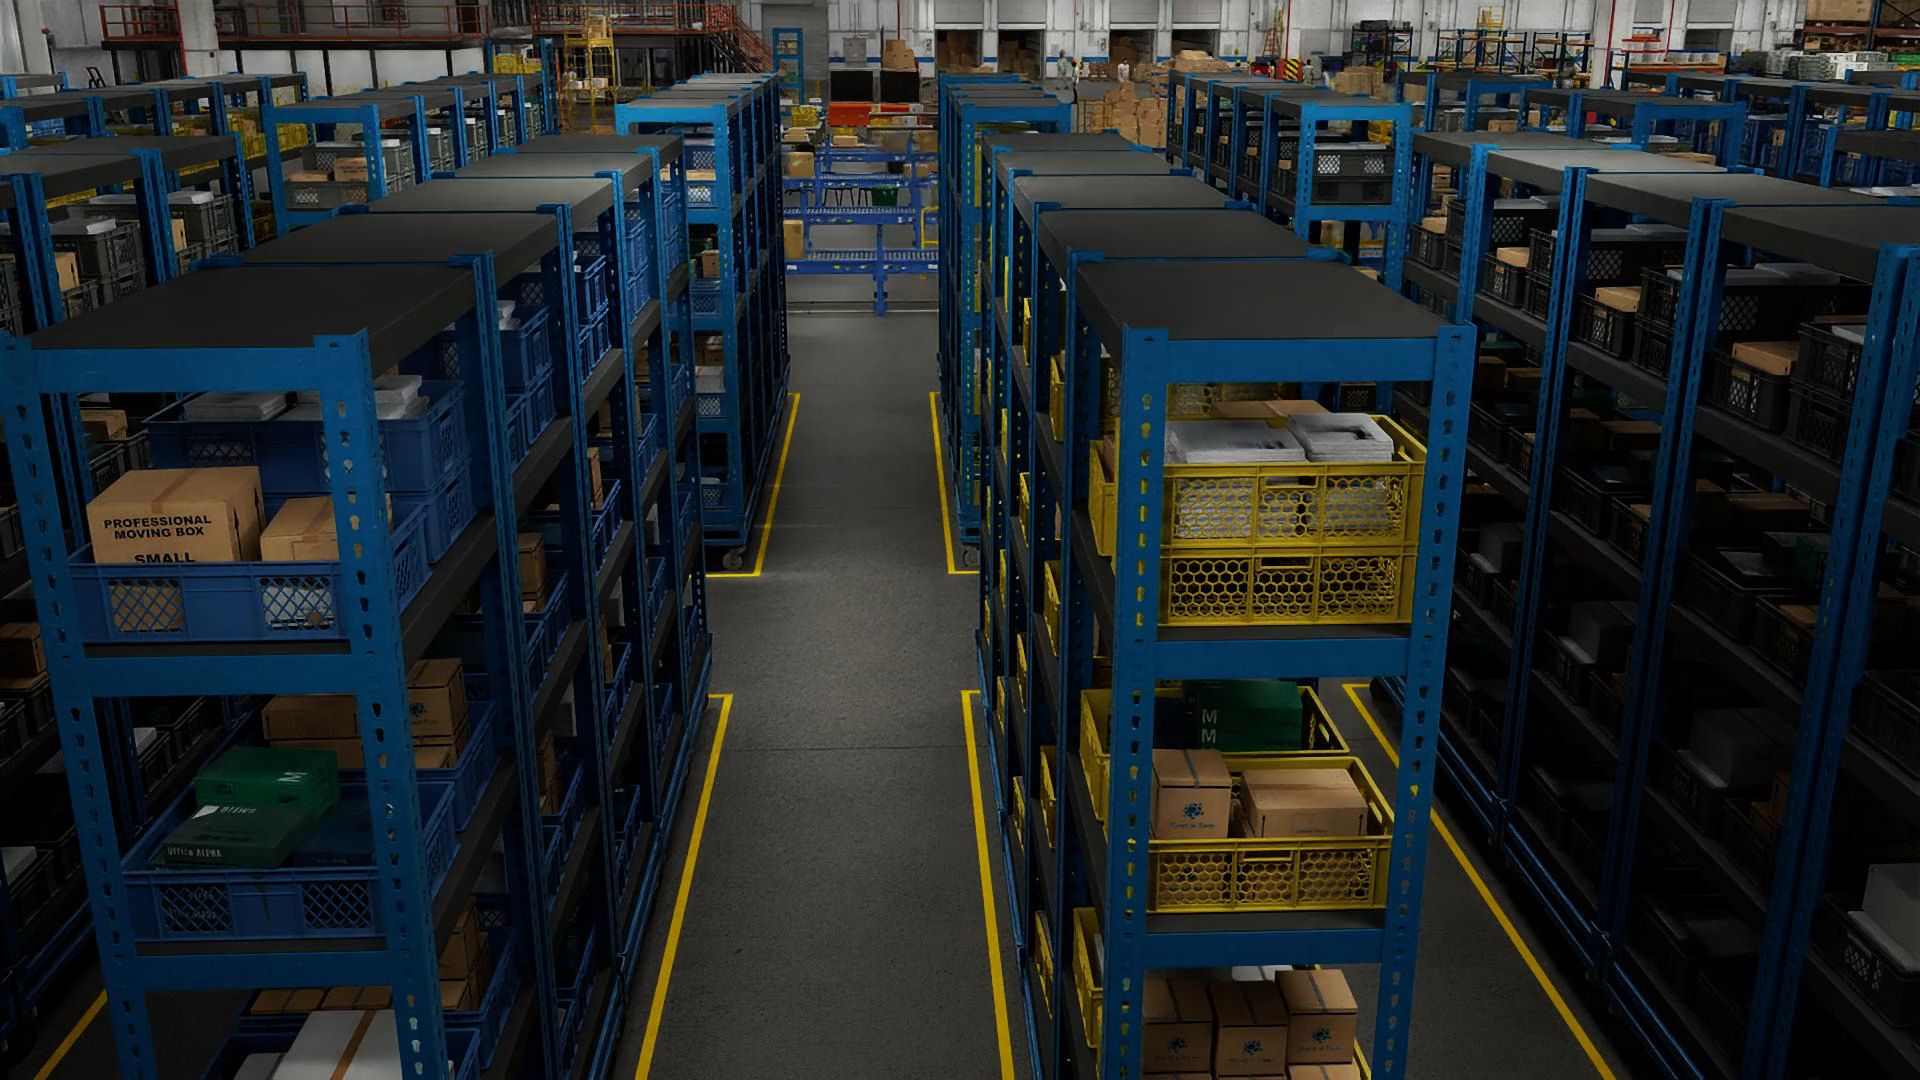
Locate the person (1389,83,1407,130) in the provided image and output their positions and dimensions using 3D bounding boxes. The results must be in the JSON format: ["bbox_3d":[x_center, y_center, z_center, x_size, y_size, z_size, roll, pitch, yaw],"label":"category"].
[{"bbox_3d":[15.081,-14.800,56.910,0.958,1.717,0.547,12,21,32],"label":"person"}]

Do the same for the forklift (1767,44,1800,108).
[{"bbox_3d":[31.227,-17.370,63.015,1.129,2.768,1.873,-1,18,-2],"label":"forklift"}]

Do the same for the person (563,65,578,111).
[{"bbox_3d":[-16.107,-18.731,68.889,0.602,1.836,0.927,-1,18,-4],"label":"person"}]

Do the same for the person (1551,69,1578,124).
[{"bbox_3d":[22.309,-16.310,61.081,1.052,2.000,0.679,7,19,22],"label":"person"}]

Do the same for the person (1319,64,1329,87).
[{"bbox_3d":[15.082,-18.697,68.752,1.011,1.875,0.610,6,19,18],"label":"person"}]

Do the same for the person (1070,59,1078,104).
[{"bbox_3d":[5.031,-20.214,73.325,0.373,1.935,0.552,-1,18,-2],"label":"person"}]

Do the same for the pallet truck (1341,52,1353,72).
[{"bbox_3d":[18.794,-23.123,82.231,0.823,1.965,1.885,-13,22,-35],"label":"pallet truck"}]

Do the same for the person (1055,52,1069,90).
[{"bbox_3d":[5.252,-24.061,85.287,0.613,1.907,1.004,14,23,37],"label":"person"}]

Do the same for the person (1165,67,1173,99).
[{"bbox_3d":[8.131,-17.603,65.311,0.952,1.891,0.565,-1,18,-3],"label":"person"}]

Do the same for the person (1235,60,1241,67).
[{"bbox_3d":[13.153,-21.856,78.779,0.496,1.702,0.886,1,18,4],"label":"person"}]

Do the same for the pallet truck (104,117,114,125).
[{"bbox_3d":[-18.367,-7.885,35.078,1.885,1.965,0.823,1,18,2],"label":"pallet truck"}]

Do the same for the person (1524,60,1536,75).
[{"bbox_3d":[25.339,-20.389,74.013,0.517,1.843,0.326,4,18,13],"label":"person"}]

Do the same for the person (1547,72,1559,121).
[{"bbox_3d":[22.043,-16.510,62.017,0.803,1.847,0.524,-6,19,-18],"label":"person"}]

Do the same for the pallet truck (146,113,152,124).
[{"bbox_3d":[-18.087,-8.309,36.390,1.885,1.965,0.823,-1,18,-4],"label":"pallet truck"}]

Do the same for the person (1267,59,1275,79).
[{"bbox_3d":[15.037,-22.405,80.506,0.323,1.688,0.530,11,21,31],"label":"person"}]

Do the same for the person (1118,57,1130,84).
[{"bbox_3d":[7.435,-20.917,75.498,0.627,1.941,0.373,-10,21,-29],"label":"person"}]

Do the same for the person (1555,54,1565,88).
[{"bbox_3d":[29.454,-22.910,81.719,0.490,1.906,0.607,-2,18,-7],"label":"person"}]

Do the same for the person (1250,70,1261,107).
[{"bbox_3d":[10.583,-15.772,59.500,0.405,1.984,0.623,-12,21,-32],"label":"person"}]

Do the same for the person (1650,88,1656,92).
[{"bbox_3d":[21.552,-13.203,51.924,0.526,1.759,0.343,16,24,41],"label":"person"}]

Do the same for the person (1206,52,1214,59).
[{"bbox_3d":[13.156,-24.771,87.612,0.430,1.836,0.620,-11,21,-31],"label":"person"}]

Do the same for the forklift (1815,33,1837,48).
[{"bbox_3d":[44.522,-24.754,85.865,1.873,2.768,1.129,-17,24,-41],"label":"forklift"}]

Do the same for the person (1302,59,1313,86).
[{"bbox_3d":[15.730,-20.792,75.232,0.533,1.865,0.311,8,20,23],"label":"person"}]
